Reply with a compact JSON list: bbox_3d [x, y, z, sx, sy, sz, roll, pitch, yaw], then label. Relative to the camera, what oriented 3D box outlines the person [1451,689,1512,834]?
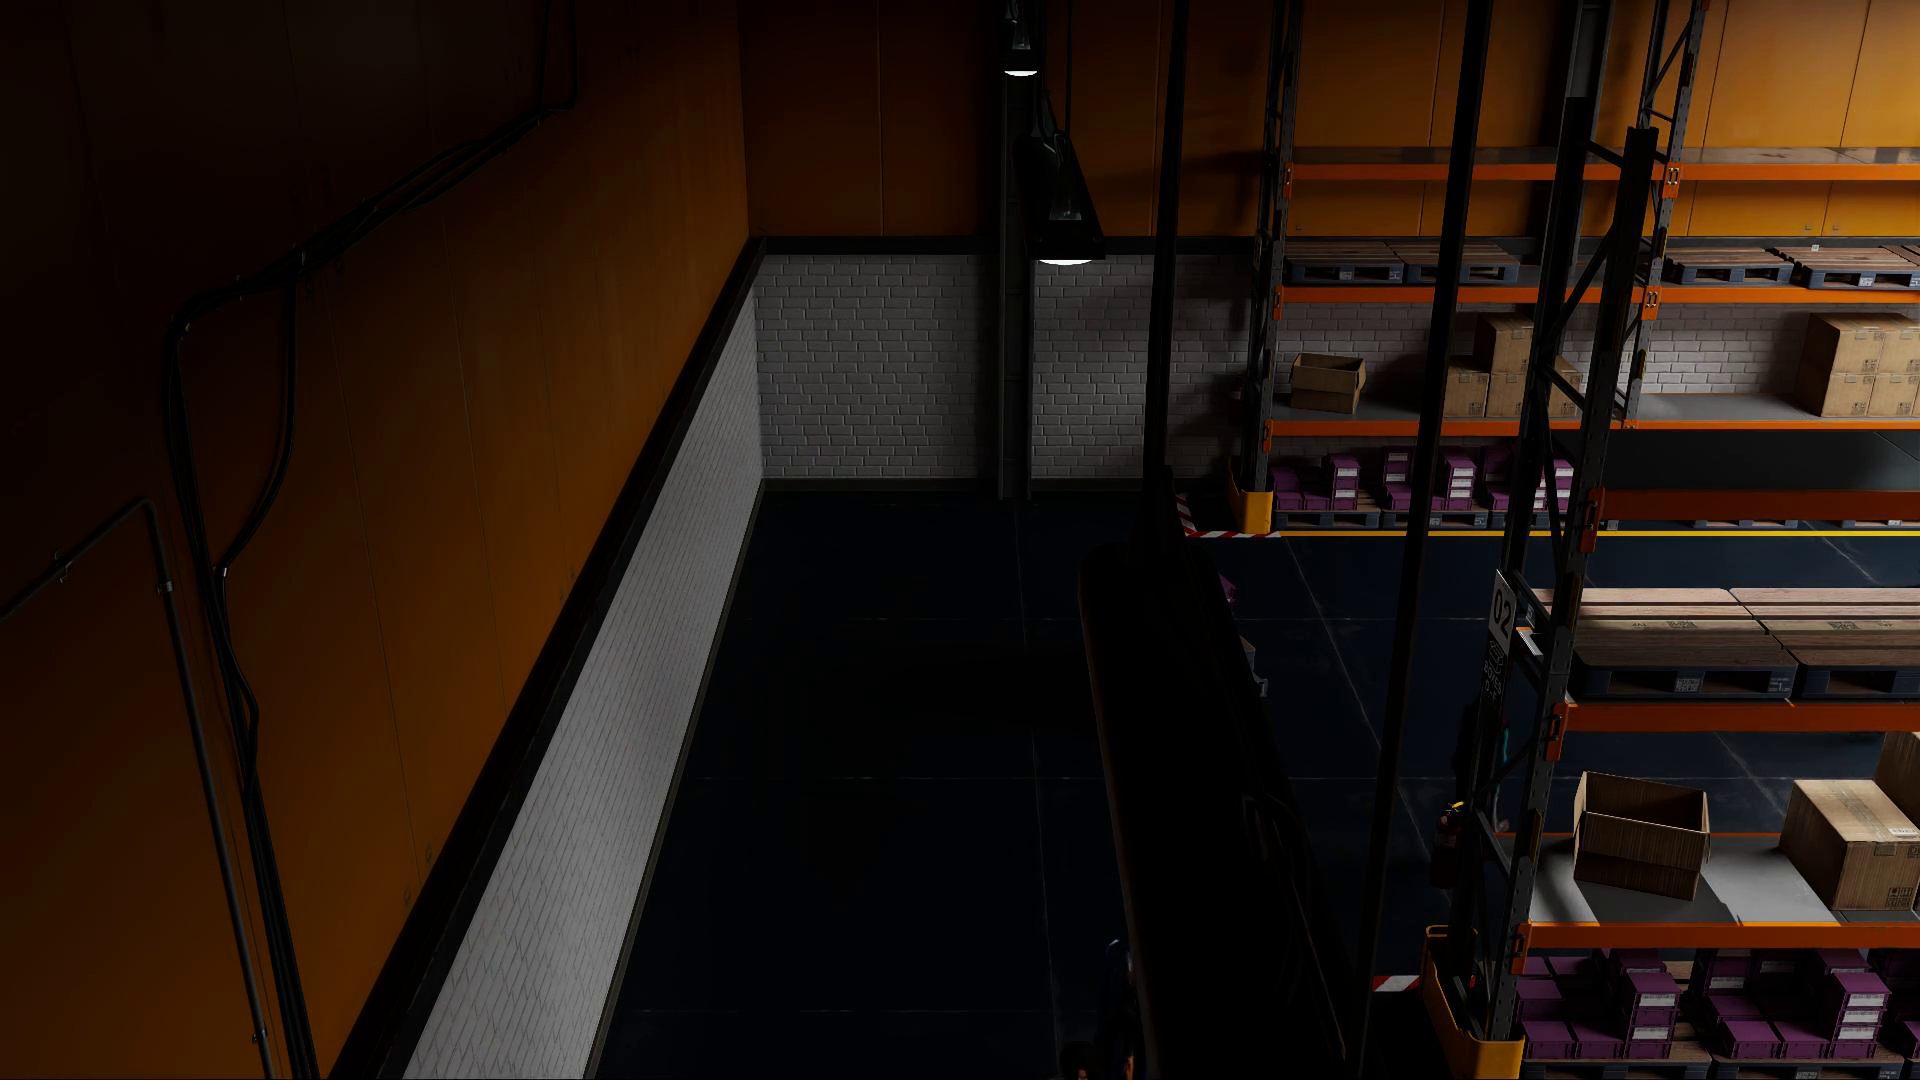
[{"bbox_3d":[3.859,1.796,12.533,1.006,1.467,0.939,-20,31,-39],"label":"person"}]

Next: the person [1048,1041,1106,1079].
[{"bbox_3d":[0.565,3.291,8.727,0.842,1.777,0.677,1,24,3],"label":"person"}]

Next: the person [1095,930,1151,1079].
[{"bbox_3d":[1.041,2.844,9.847,0.868,1.699,0.791,5,24,10],"label":"person"}]
